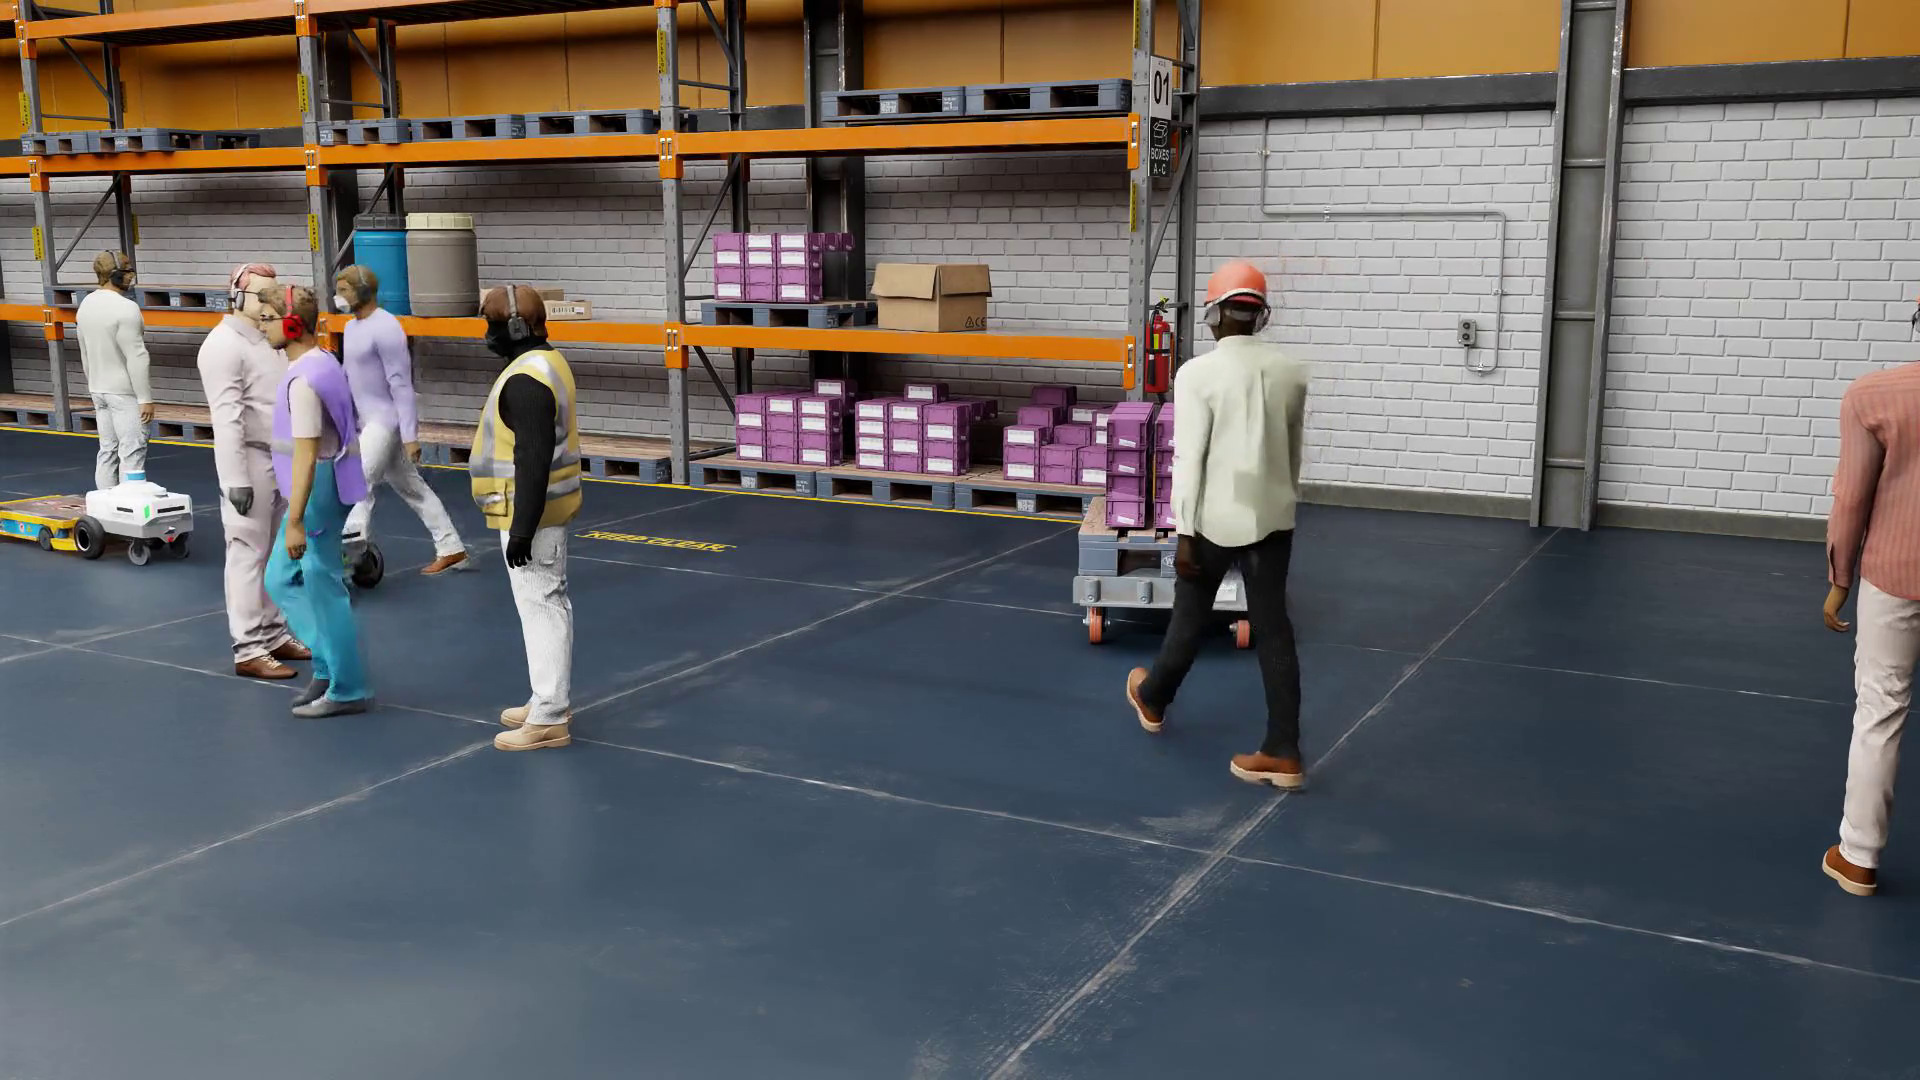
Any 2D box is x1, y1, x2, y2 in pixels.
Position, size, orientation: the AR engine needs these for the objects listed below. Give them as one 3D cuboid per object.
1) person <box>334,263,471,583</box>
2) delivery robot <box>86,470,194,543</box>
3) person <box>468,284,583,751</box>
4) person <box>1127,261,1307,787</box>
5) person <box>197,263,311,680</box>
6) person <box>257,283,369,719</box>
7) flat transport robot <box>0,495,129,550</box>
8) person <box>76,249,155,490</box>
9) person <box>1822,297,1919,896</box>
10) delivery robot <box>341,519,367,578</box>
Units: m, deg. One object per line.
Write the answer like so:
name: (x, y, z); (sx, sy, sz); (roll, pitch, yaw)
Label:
person: (-3.368, -0.657, 9.649); (1.086, 1.877, 0.634); (-7, 13, -34)
delivery robot: (-5.156, -0.193, 10.451); (0.707, 0.478, 0.477); (7, 12, 33)
person: (-1.720, -0.090, 6.621); (0.429, 1.841, 0.621); (-1, 10, -8)
person: (1.024, -0.090, 6.376); (0.661, 1.928, 1.077); (-5, 11, -24)
person: (-3.221, -0.323, 7.722); (0.400, 1.905, 0.643); (0, 10, 1)
person: (-2.722, -0.143, 6.922); (0.493, 1.828, 0.611); (-3, 11, -18)
flat transport robot: (-6.002, -0.133, 11.156); (1.431, 0.197, 0.652); (7, 12, 33)
person: (-5.586, -0.954, 11.087); (0.630, 1.939, 0.372); (7, 12, 32)
person: (2.953, 0.119, 5.044); (0.611, 1.995, 0.380); (3, 11, 18)
delivery robot: (-3.749, -0.027, 9.519); (0.707, 0.478, 0.477); (5, 11, 28)
